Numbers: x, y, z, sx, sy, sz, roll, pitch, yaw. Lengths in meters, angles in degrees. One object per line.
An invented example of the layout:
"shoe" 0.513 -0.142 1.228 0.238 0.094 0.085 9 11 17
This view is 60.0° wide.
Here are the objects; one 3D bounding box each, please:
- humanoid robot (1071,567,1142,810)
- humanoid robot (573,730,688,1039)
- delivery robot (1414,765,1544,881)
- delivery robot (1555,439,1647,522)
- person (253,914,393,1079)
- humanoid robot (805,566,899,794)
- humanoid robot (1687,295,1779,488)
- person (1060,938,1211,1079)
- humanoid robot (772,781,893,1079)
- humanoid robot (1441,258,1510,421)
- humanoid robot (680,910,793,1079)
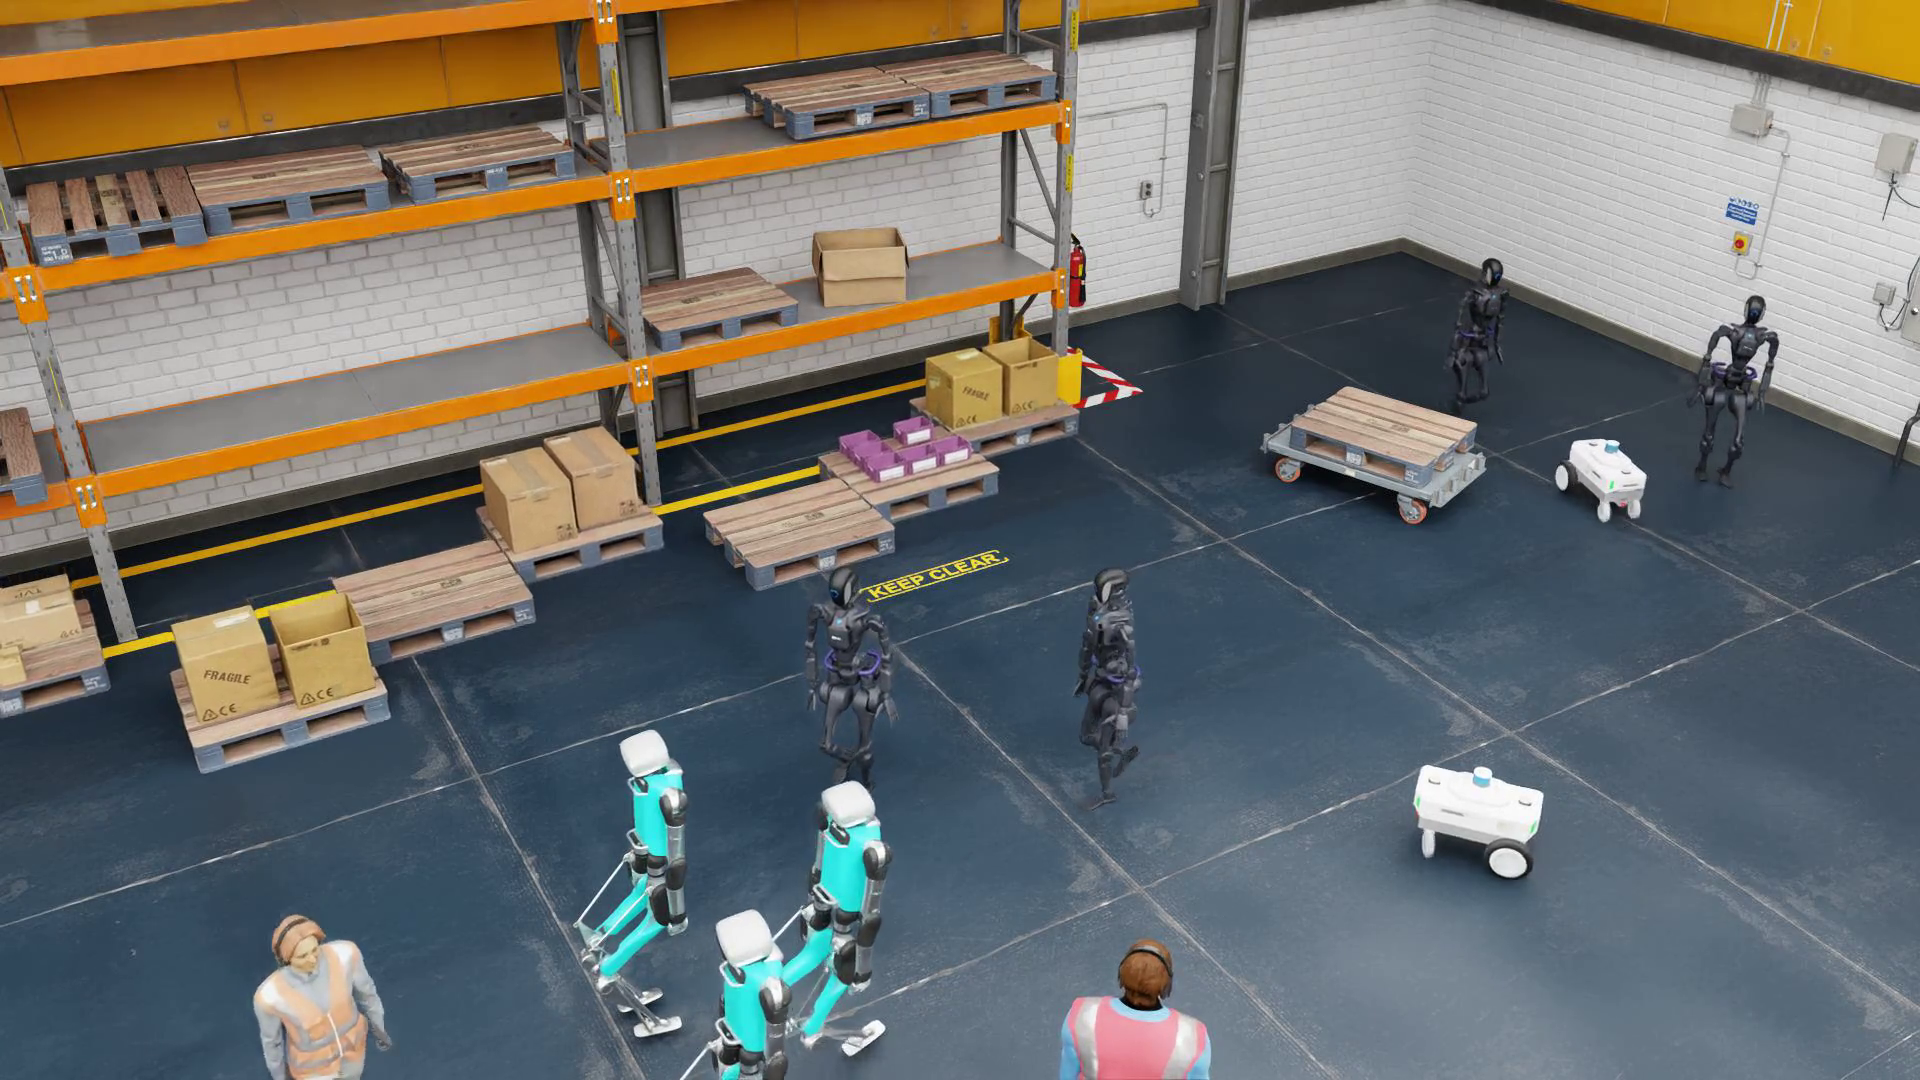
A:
"humanoid robot" 0.957 0.889 9.978 0.469 1.646 0.601 -12 32 -21
"humanoid robot" -1.675 1.758 8.265 0.717 1.695 0.534 -16 33 -26
"delivery robot" 3.077 1.625 9.819 0.778 0.606 0.508 12 31 20
"delivery robot" 5.283 -0.538 13.651 0.499 0.610 0.788 -5 30 -9
"person" -2.901 2.293 7.559 0.826 1.601 0.519 22 36 33
"humanoid robot" -0.642 0.882 9.984 0.603 1.649 0.336 10 31 17
"humanoid robot" 6.360 -1.236 13.728 0.599 1.643 0.347 7 30 12
"person" 0.734 2.441 7.070 0.633 1.832 0.430 7 30 12
"humanoid robot" -0.771 2.029 7.949 0.978 1.755 0.530 -20 35 -31
"humanoid robot" 4.477 -1.692 14.536 0.611 1.641 0.376 -13 32 -22
"humanoid robot" -1.103 2.429 7.203 0.921 1.771 0.531 -17 34 -27
